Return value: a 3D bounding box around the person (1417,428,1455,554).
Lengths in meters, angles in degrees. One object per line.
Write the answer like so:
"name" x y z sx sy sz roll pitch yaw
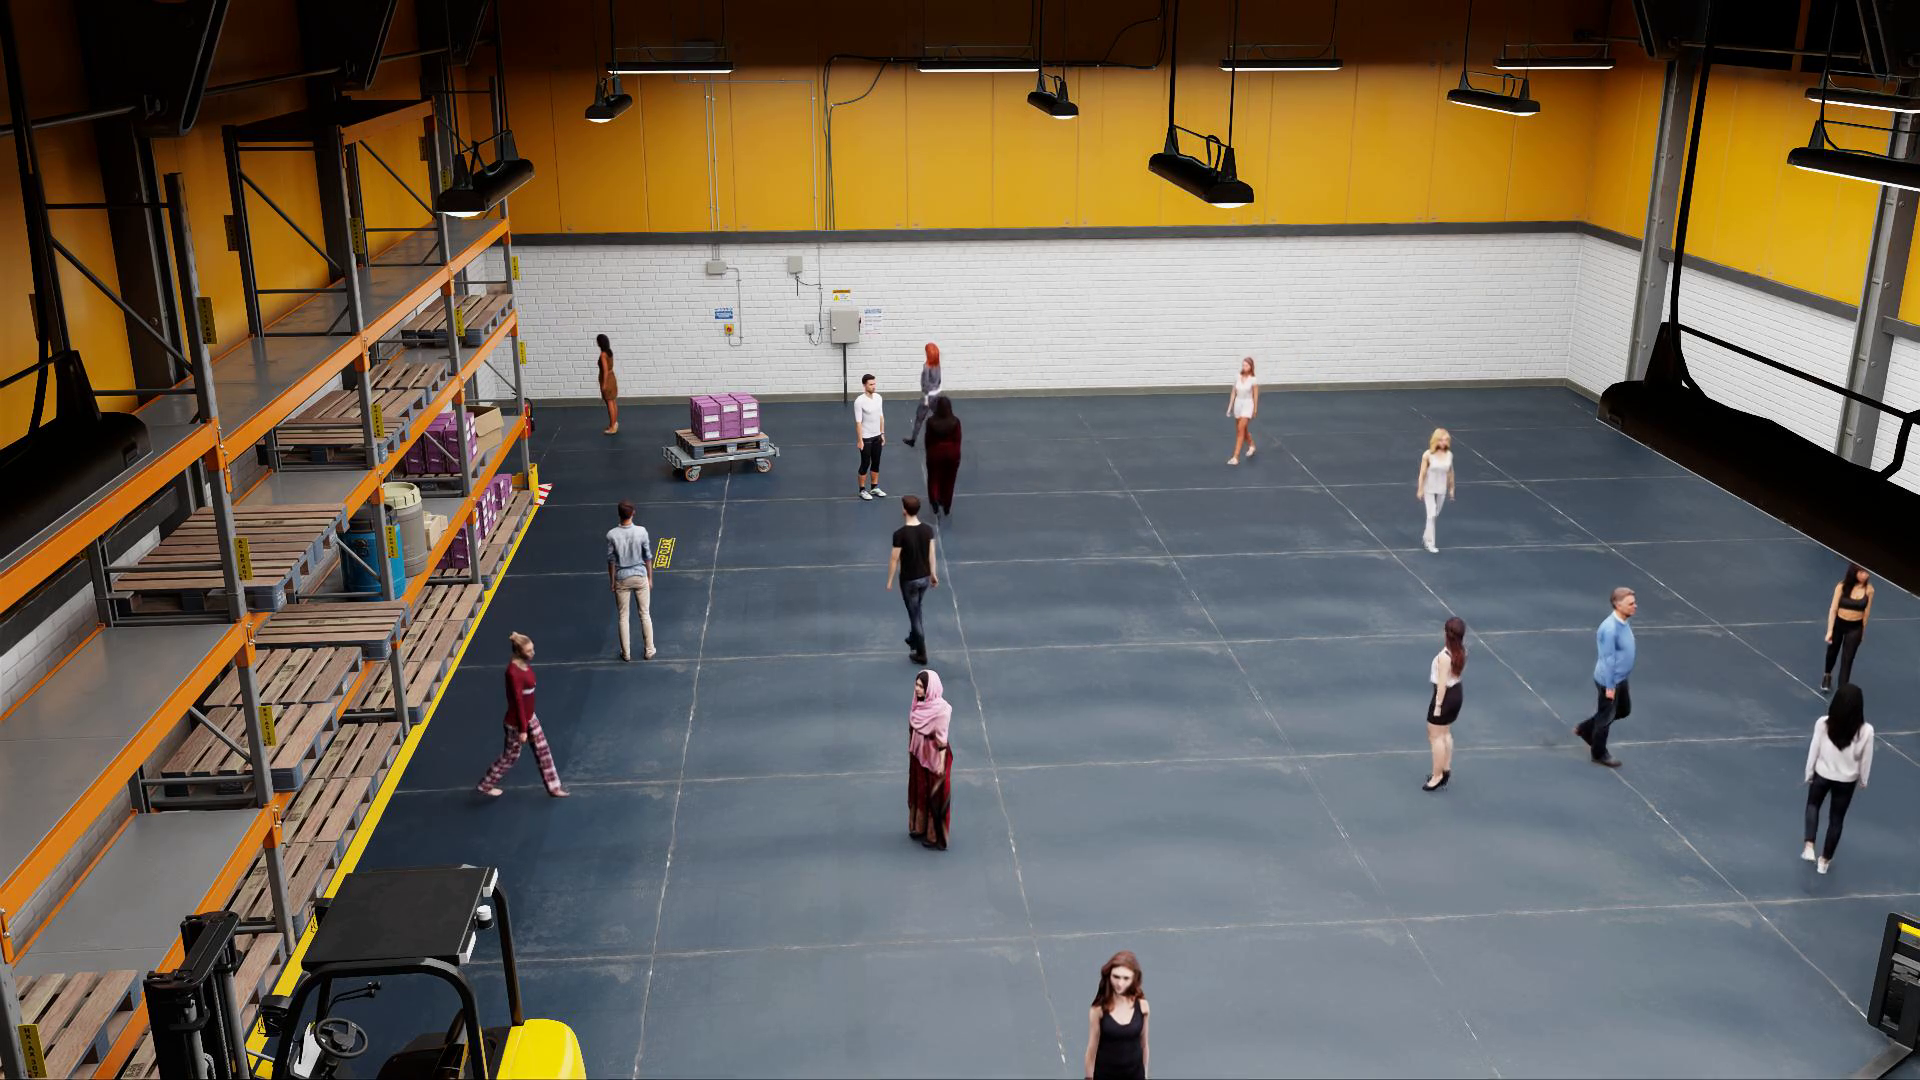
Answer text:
"person" 6.279 -0.693 22.102 0.684 1.654 0.819 -4 19 -13

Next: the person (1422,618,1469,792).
"person" 4.538 1.542 15.514 0.785 1.625 0.729 10 21 27

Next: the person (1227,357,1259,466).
"person" 4.498 -2.047 26.122 1.101 1.655 1.123 16 25 40

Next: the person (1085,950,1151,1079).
"person" 0.952 3.274 10.187 0.612 1.743 0.571 -5 19 -15

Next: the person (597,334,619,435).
"person" -5.876 -2.616 27.764 0.629 1.686 0.467 0 19 1

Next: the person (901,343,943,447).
"person" -0.383 -2.243 26.570 1.076 1.742 1.052 13 22 33

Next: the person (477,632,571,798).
"person" -4.095 1.637 15.183 0.838 1.656 1.061 -1 19 -2

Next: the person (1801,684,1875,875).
"person" 7.336 2.028 13.963 0.734 1.694 0.767 11 21 29

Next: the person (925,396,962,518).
"person" -0.229 -1.129 23.256 0.689 1.746 0.789 0 19 0

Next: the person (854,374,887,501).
"person" -1.318 -1.524 24.267 0.783 1.848 0.738 17 25 41

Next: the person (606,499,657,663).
"person" -3.648 0.439 18.439 0.663 1.848 0.578 -3 19 -10

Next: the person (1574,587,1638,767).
"person" 6.183 1.290 15.979 0.923 1.804 0.863 15 24 37

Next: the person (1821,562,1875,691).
"person" 9.233 0.923 17.383 0.886 1.605 1.173 7 20 20

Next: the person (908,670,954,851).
"person" -0.258 1.883 14.489 0.825 1.634 0.740 -17 25 -40

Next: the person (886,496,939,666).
"person" -0.447 0.466 18.320 0.934 1.873 1.041 -11 22 -31
